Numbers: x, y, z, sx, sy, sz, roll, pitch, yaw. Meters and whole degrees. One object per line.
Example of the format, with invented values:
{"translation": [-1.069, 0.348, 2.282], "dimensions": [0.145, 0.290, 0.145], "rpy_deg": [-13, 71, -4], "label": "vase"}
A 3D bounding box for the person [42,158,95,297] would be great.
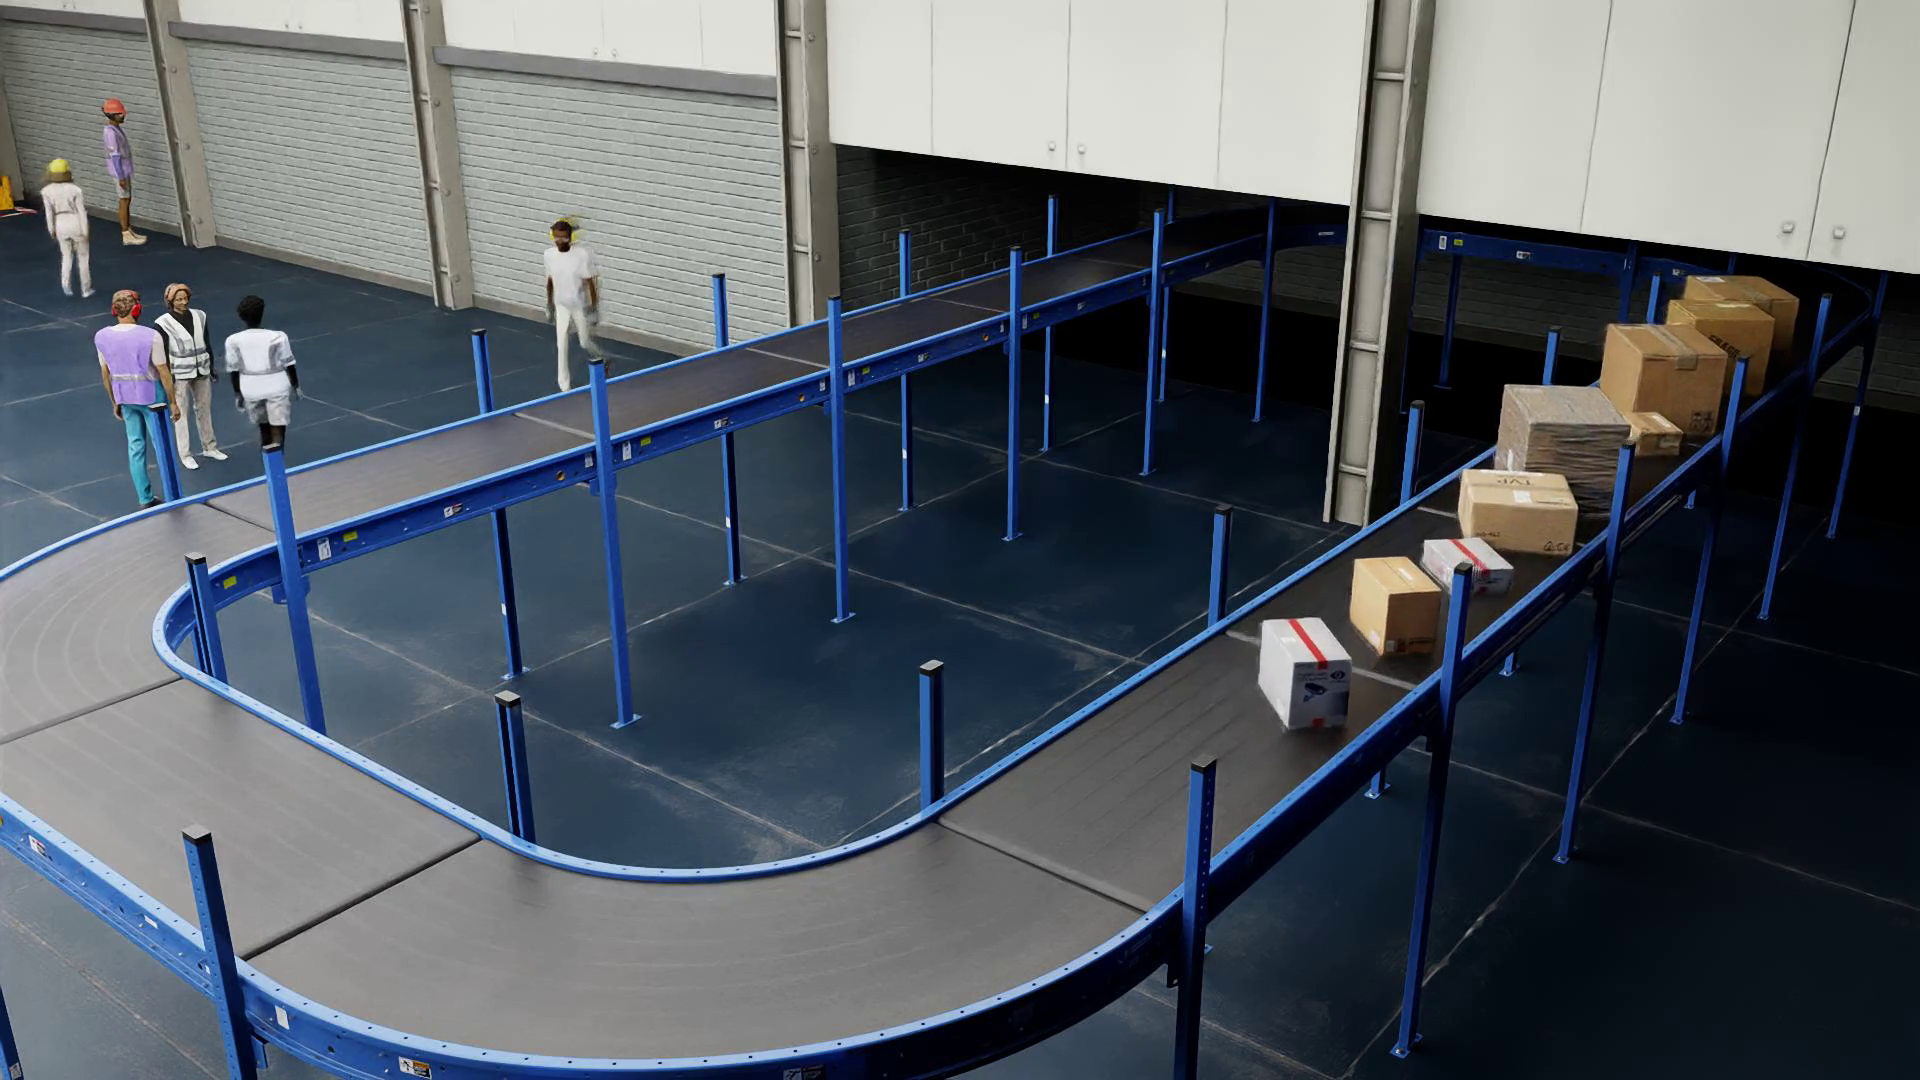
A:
{"translation": [-11.030, -3.848, 20.595], "dimensions": [0.490, 1.728, 0.490], "rpy_deg": [-2, 22, -4], "label": "person"}

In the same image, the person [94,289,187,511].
{"translation": [-6.639, -1.112, 13.503], "dimensions": [0.562, 1.840, 0.390], "rpy_deg": [1, 22, 3], "label": "person"}

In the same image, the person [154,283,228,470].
{"translation": [-6.777, -1.452, 14.637], "dimensions": [0.311, 1.638, 0.523], "rpy_deg": [12, 24, 27], "label": "person"}

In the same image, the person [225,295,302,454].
{"translation": [-5.884, -1.235, 14.080], "dimensions": [0.536, 1.677, 0.793], "rpy_deg": [-2, 22, -4], "label": "person"}

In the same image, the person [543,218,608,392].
{"translation": [-3.875, -2.349, 16.684], "dimensions": [0.581, 1.827, 0.883], "rpy_deg": [3, 22, 7], "label": "person"}

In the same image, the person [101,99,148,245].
{"translation": [-11.934, -5.253, 23.752], "dimensions": [0.392, 2.041, 0.615], "rpy_deg": [-8, 23, -19], "label": "person"}
